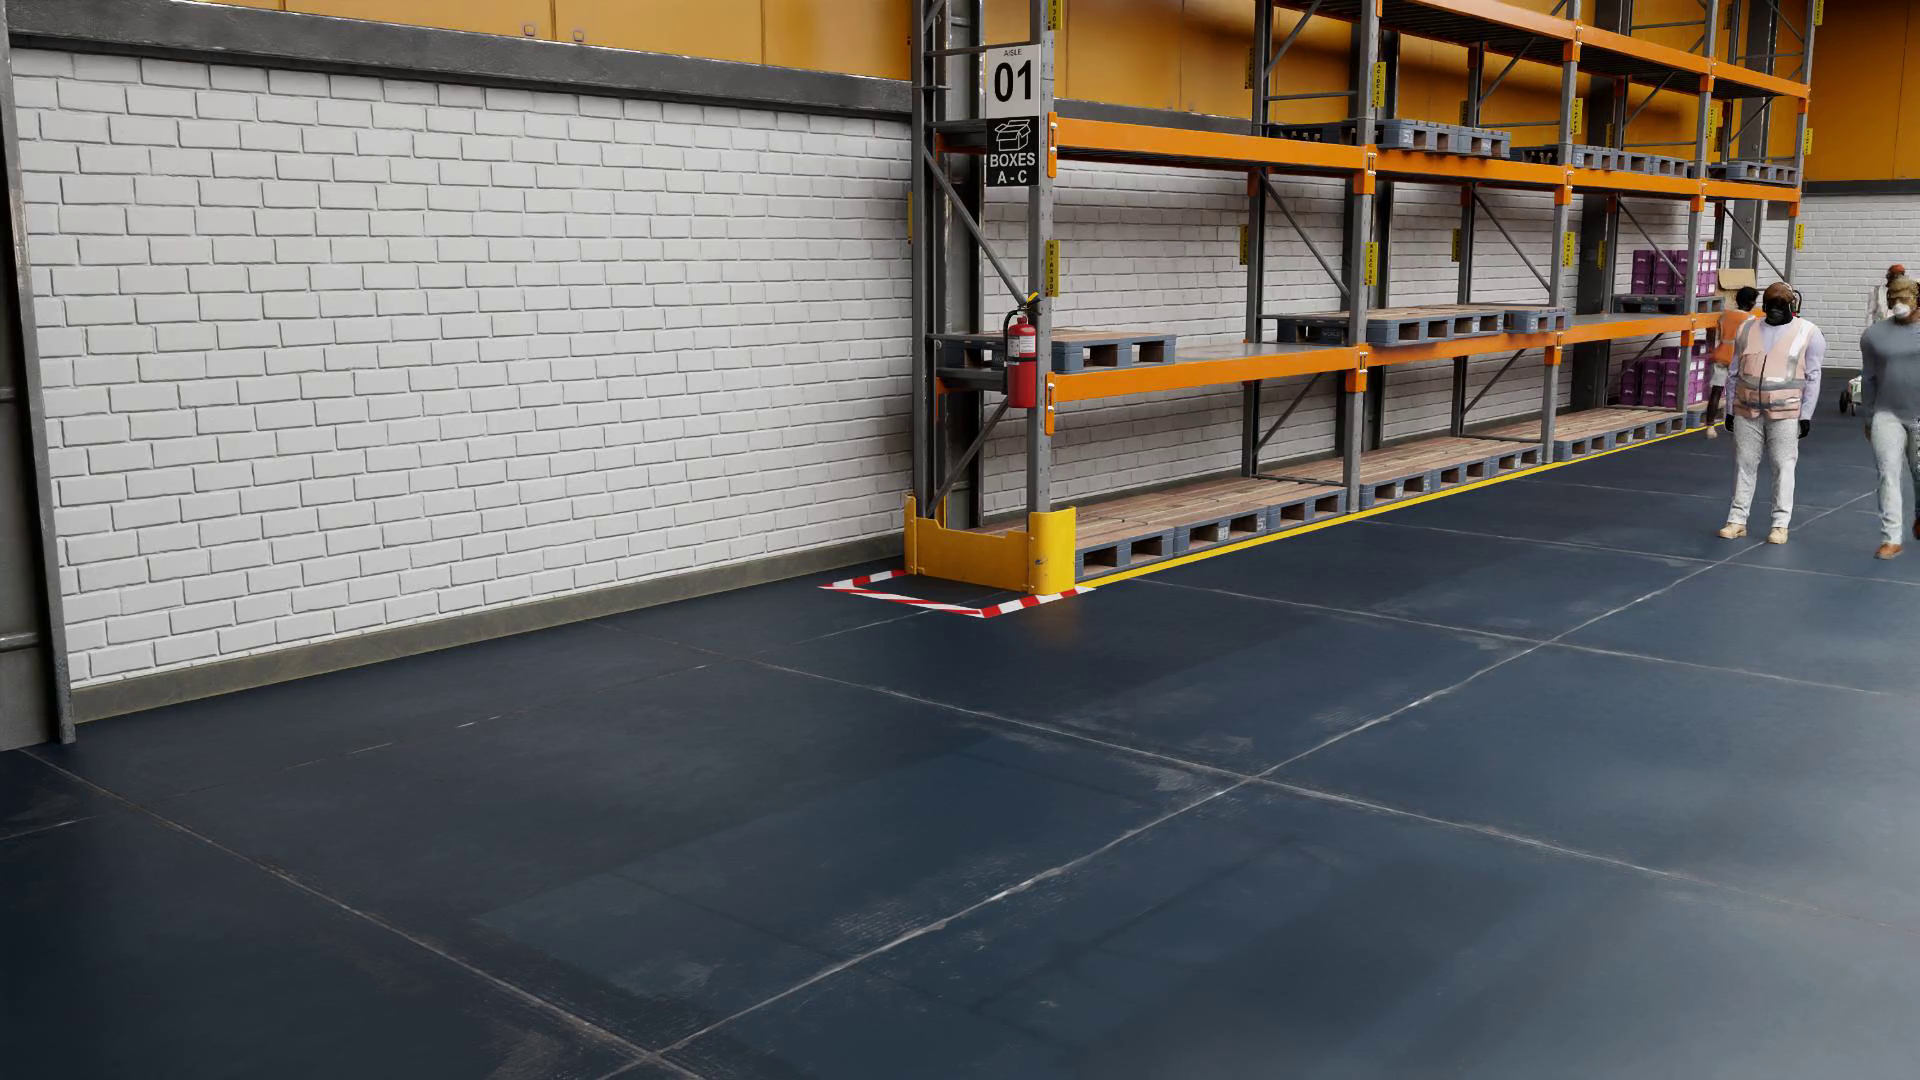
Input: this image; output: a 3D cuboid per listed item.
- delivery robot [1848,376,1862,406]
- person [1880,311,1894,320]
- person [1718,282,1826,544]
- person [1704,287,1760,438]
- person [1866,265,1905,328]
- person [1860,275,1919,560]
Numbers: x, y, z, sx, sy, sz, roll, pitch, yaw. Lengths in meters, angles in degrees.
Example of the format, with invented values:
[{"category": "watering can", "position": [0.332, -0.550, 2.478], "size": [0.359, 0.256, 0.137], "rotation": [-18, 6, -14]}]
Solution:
[{"category": "delivery robot", "position": [11.290, -1.877, 20.728], "size": [0.477, 0.478, 0.707], "rotation": [4, 11, 22]}, {"category": "person", "position": [11.032, -2.130, 19.471], "size": [0.533, 1.588, 0.853], "rotation": [4, 11, 21]}, {"category": "person", "position": [5.723, -0.898, 11.771], "size": [0.625, 1.841, 0.429], "rotation": [9, 14, 42]}, {"category": "person", "position": [8.531, -1.941, 18.213], "size": [0.874, 1.640, 0.536], "rotation": [-6, 12, -32]}, {"category": "person", "position": [13.107, -2.948, 23.472], "size": [0.597, 1.839, 0.761], "rotation": [8, 13, 38]}, {"category": "person", "position": [6.450, -0.844, 11.299], "size": [0.656, 1.899, 0.878], "rotation": [9, 13, 41]}]
